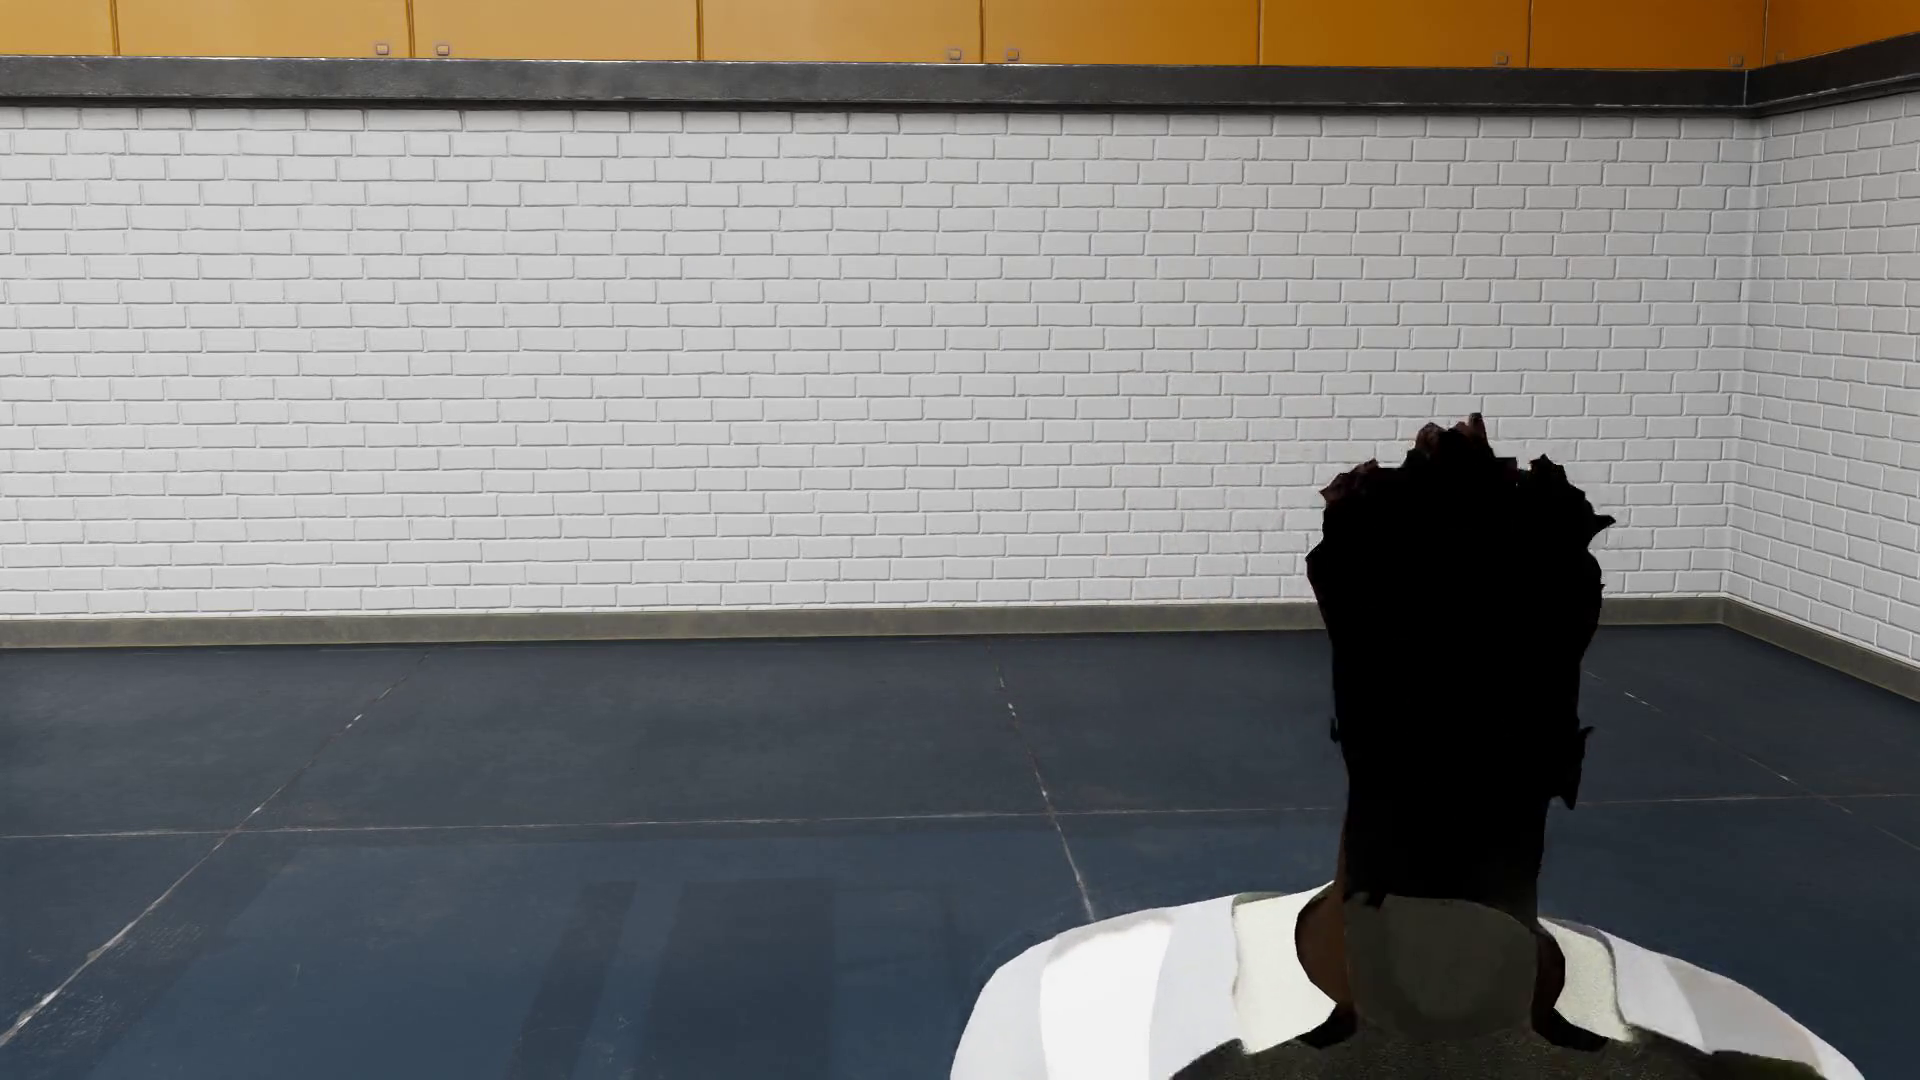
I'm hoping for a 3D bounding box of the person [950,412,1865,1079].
[{"bbox_3d":[0.278,0.870,1.162,0.630,1.951,0.657,1,9,7],"label":"person"}]
